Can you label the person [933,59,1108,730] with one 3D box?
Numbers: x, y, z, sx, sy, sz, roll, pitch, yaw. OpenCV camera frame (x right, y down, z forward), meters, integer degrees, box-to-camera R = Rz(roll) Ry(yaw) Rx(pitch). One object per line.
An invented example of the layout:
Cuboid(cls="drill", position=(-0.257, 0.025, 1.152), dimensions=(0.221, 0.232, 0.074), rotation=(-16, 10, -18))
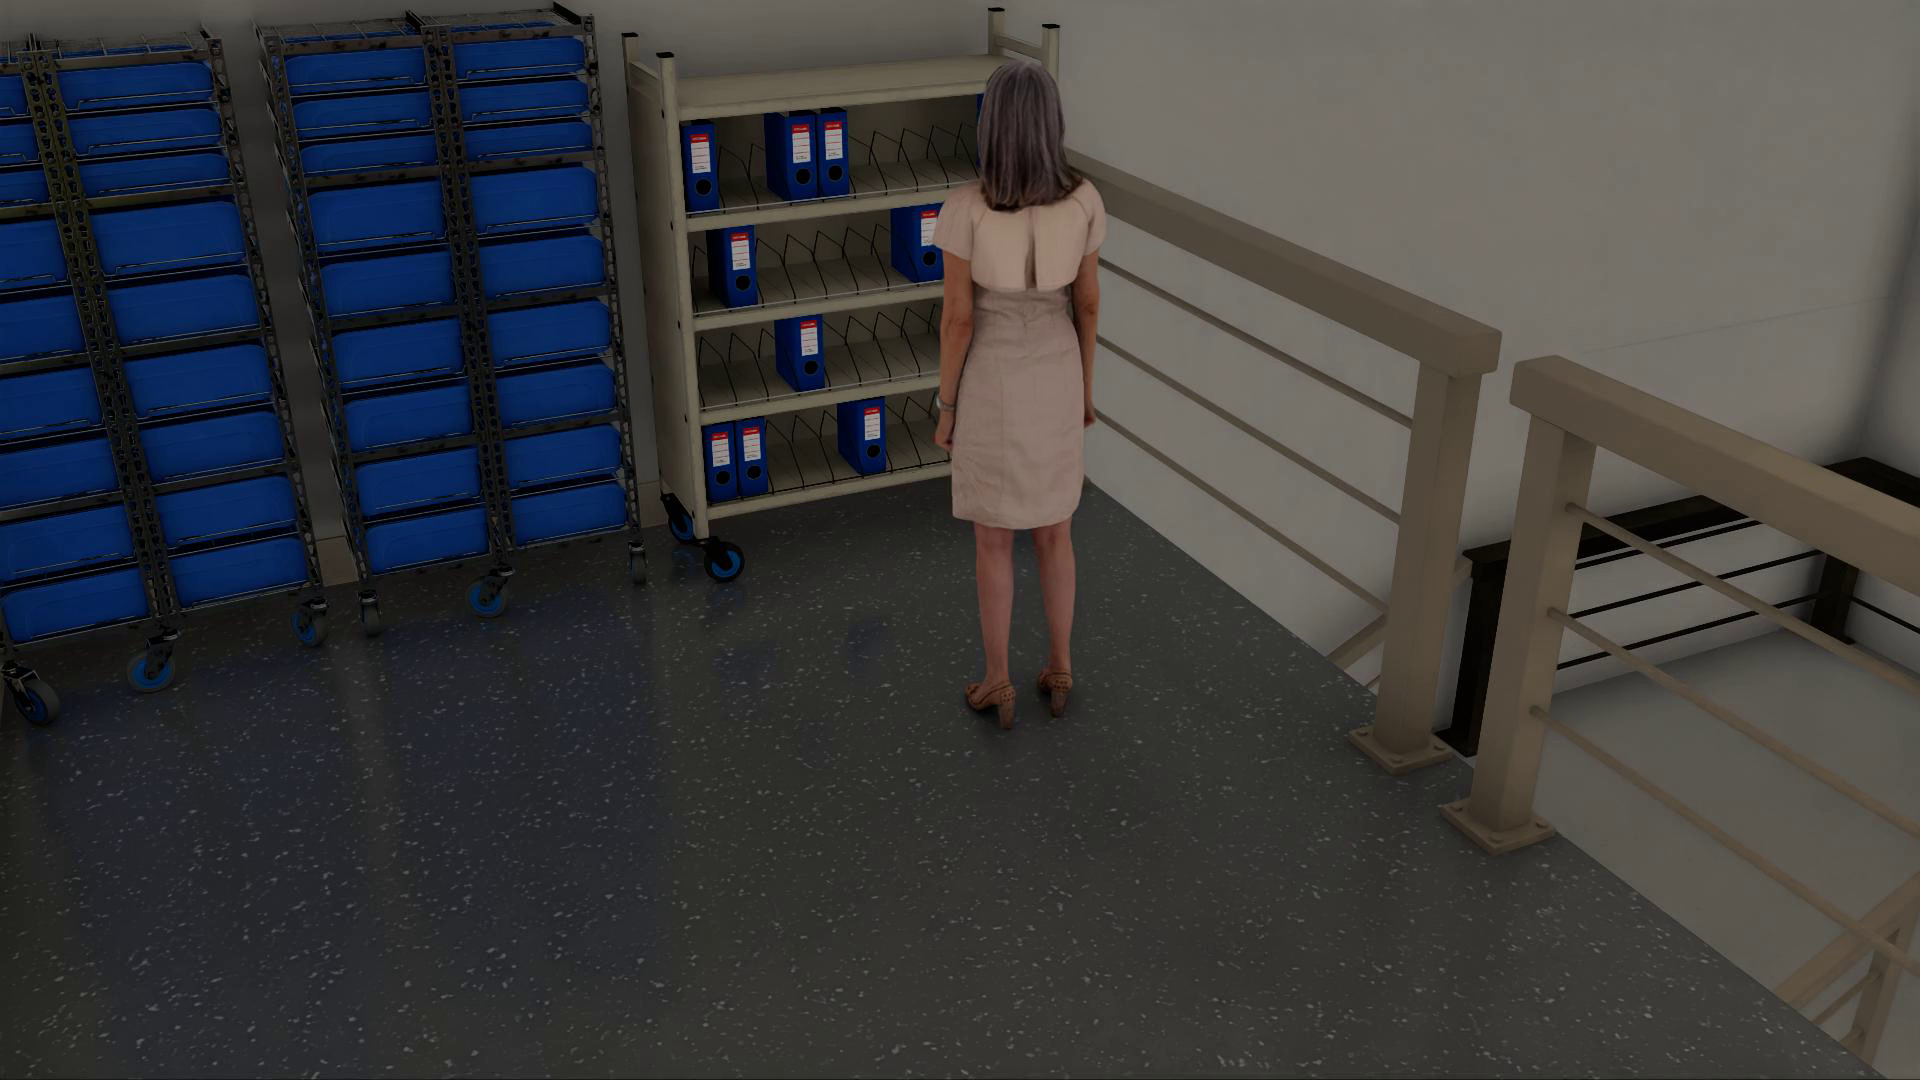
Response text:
Cuboid(cls="person", position=(0.152, -0.329, 4.238), dimensions=(0.518, 1.735, 0.681), rotation=(-8, 27, -16))
